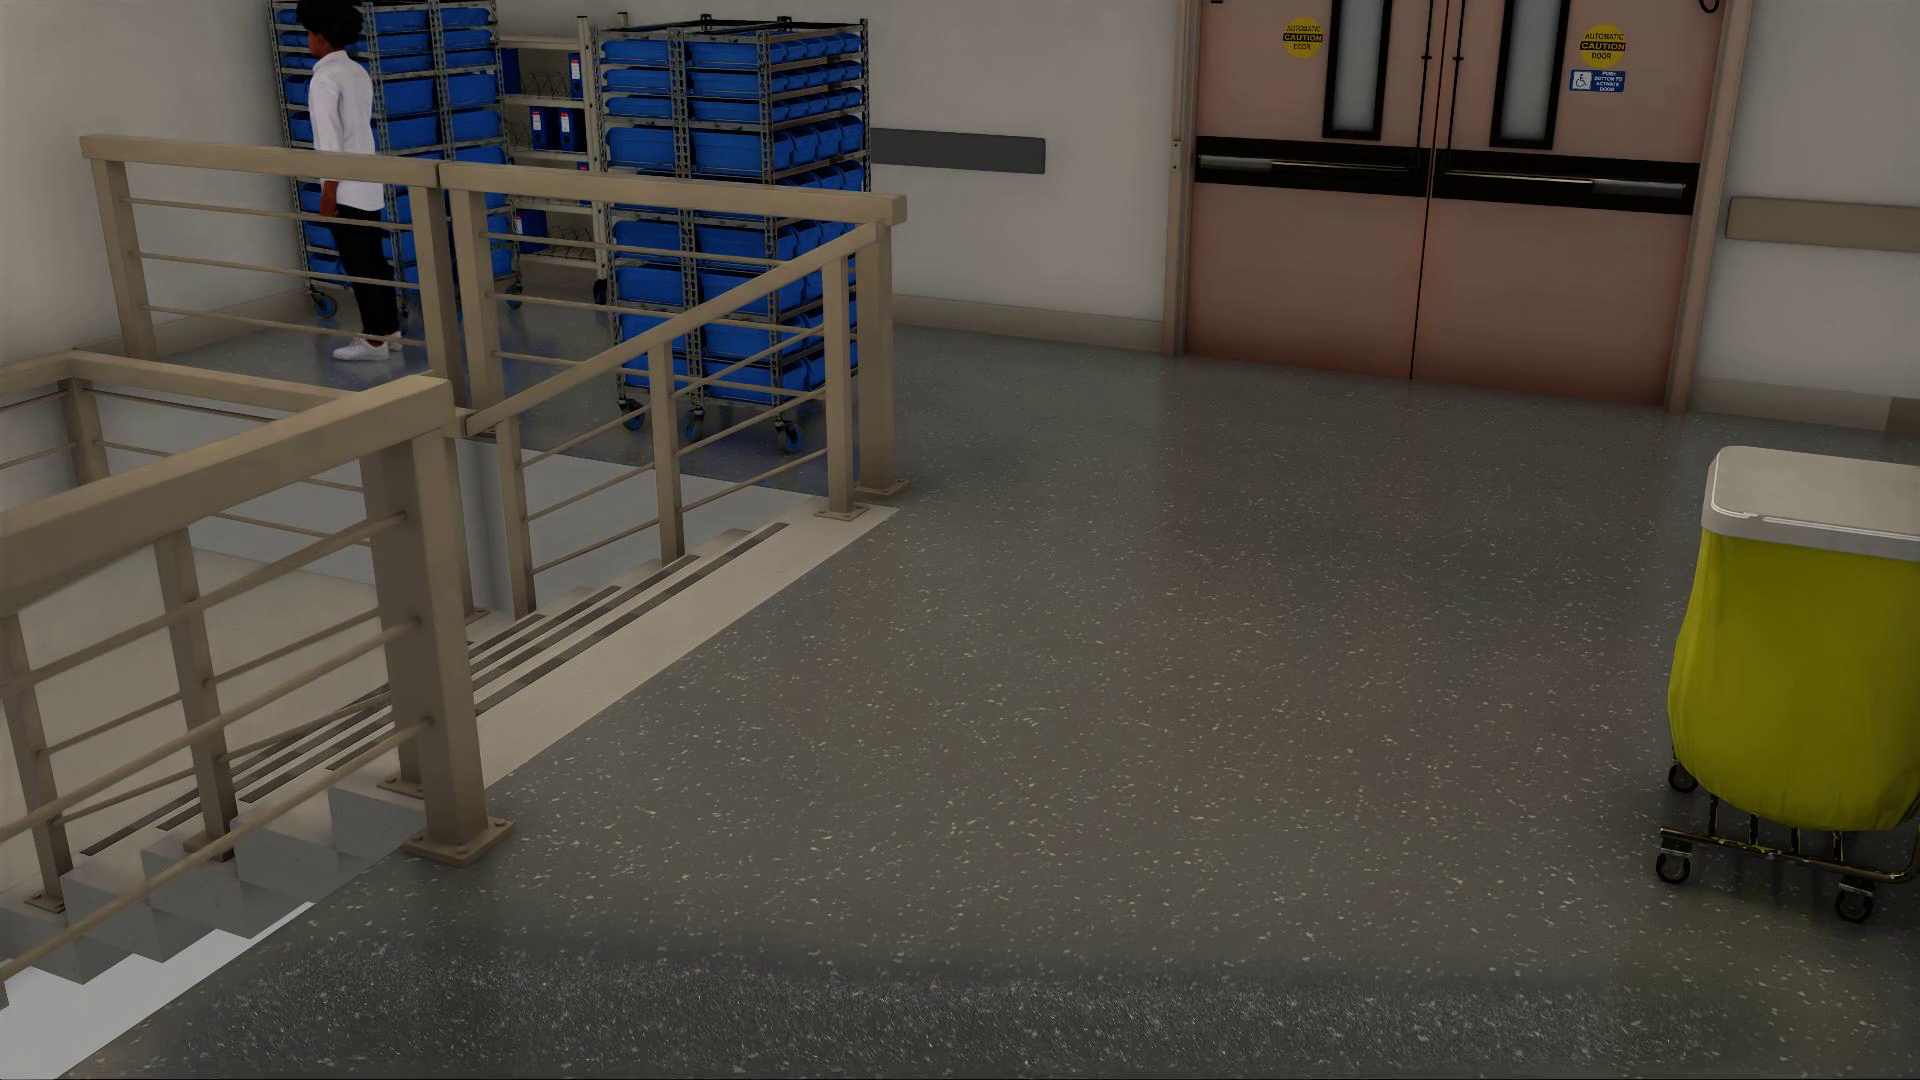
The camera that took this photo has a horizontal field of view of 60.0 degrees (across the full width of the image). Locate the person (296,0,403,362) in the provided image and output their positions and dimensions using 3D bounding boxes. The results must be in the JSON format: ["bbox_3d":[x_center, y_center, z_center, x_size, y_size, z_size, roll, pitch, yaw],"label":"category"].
[{"bbox_3d":[-3.076,-1.815,8.396,0.658,1.808,0.698,2,21,5],"label":"person"}]
